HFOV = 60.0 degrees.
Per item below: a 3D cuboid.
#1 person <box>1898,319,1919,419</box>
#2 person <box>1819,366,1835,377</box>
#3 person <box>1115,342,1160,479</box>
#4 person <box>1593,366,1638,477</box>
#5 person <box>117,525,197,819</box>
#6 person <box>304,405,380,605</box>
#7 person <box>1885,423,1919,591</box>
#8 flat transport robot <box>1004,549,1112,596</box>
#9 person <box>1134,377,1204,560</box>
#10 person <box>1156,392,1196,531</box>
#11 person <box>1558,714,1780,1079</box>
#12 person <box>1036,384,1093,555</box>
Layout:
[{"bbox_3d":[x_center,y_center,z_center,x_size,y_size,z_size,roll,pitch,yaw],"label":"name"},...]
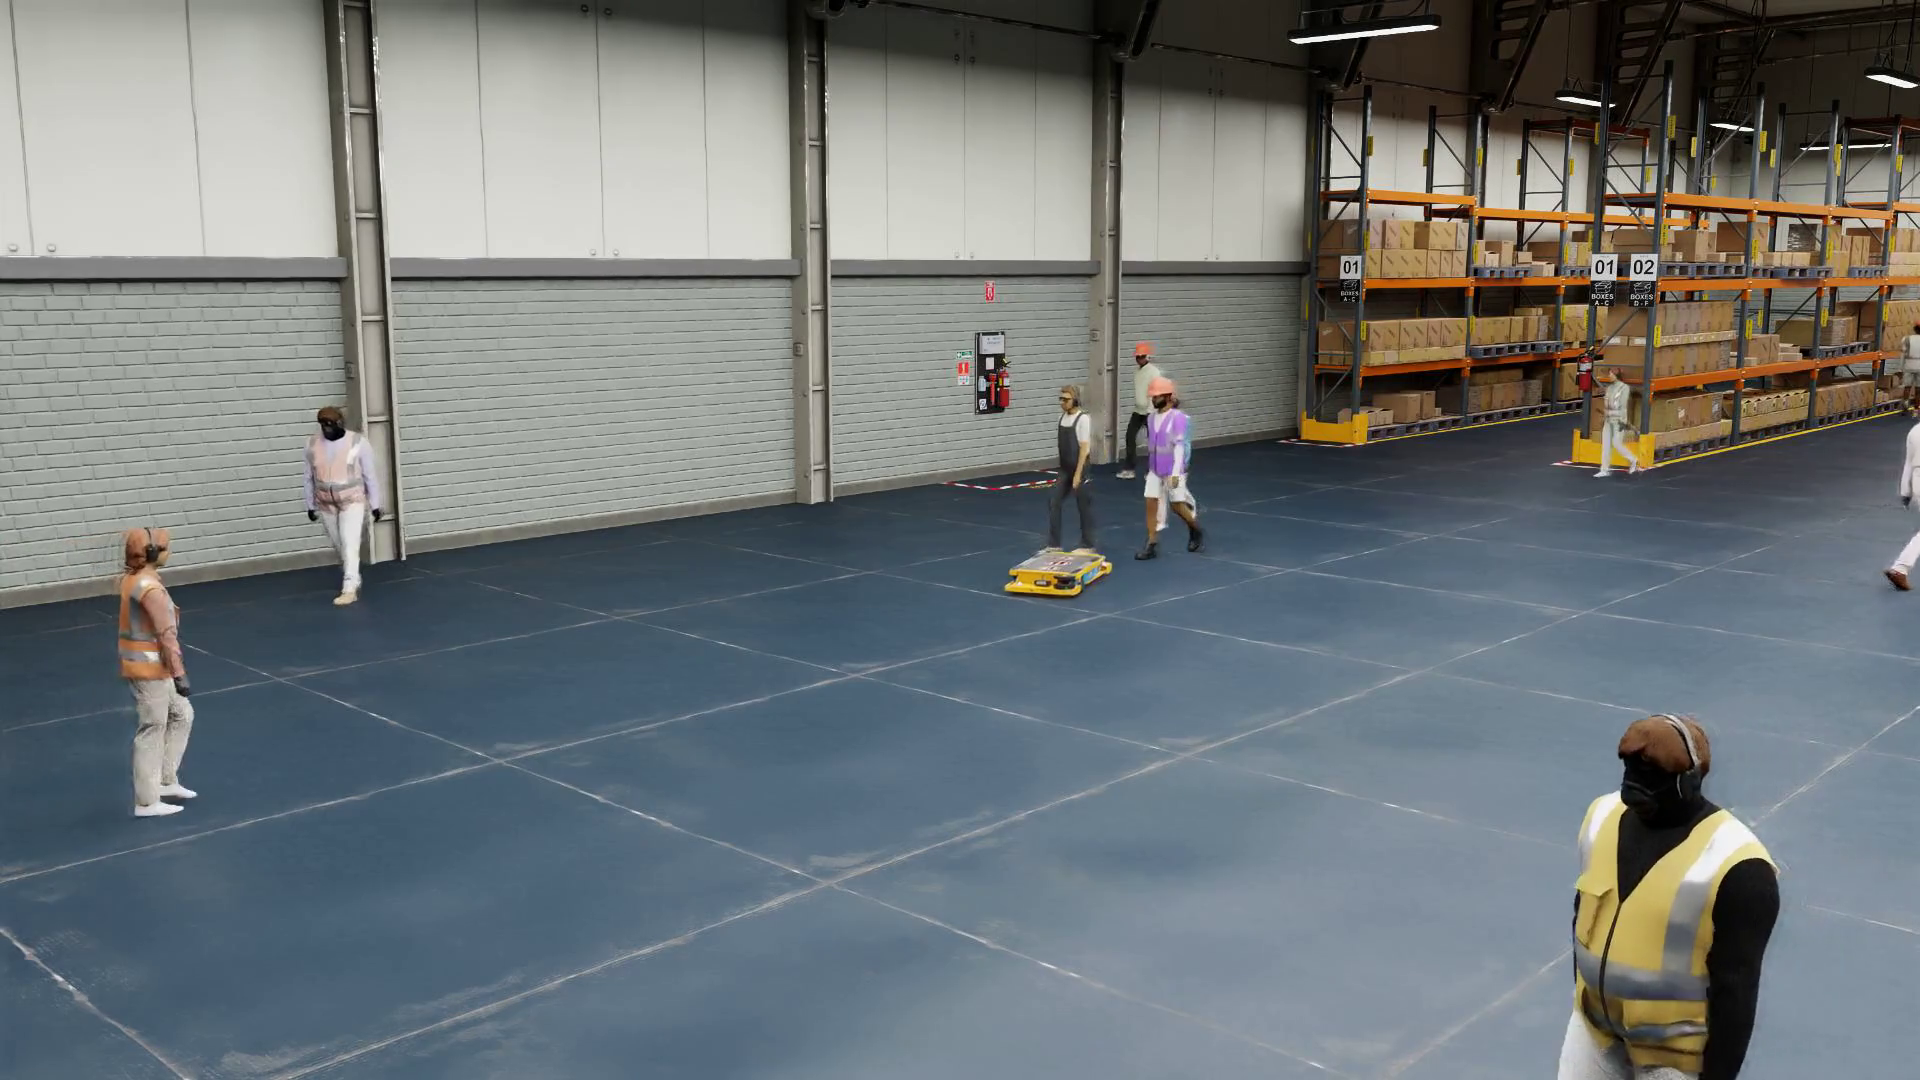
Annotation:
[{"bbox_3d":[19.155,-3.429,33.302,0.630,2.024,0.451,7,12,37],"label":"person"},{"bbox_3d":[19.454,-3.988,37.188,0.725,1.878,0.382,-7,12,-37],"label":"person"},{"bbox_3d":[2.567,-1.825,23.716,0.844,1.963,0.627,-6,11,-33],"label":"person"},{"bbox_3d":[9.467,-1.701,23.961,0.549,1.623,0.530,-2,10,-14],"label":"person"},{"bbox_3d":[-4.399,0.730,9.195,0.494,1.624,0.519,-6,11,-34],"label":"person"},{"bbox_3d":[-5.646,-0.353,15.261,0.661,1.805,0.838,0,9,2],"label":"person"},{"bbox_3d":[9.141,-0.453,15.649,0.935,1.876,0.658,-2,9,-11],"label":"person"},{"bbox_3d":[0.958,0.301,15.900,0.652,0.197,1.431,3,10,20],"label":"flat transport robot"},{"bbox_3d":[2.191,-0.755,17.384,0.865,1.916,0.552,-8,12,-41],"label":"person"},{"bbox_3d":[2.486,-0.927,19.261,0.514,1.624,0.629,7,11,35],"label":"person"},{"bbox_3d":[1.929,1.374,4.646,0.429,1.831,0.626,-5,10,-27],"label":"person"},{"bbox_3d":[1.105,-0.697,17.261,0.771,1.815,0.521,-7,12,-37],"label":"person"}]
